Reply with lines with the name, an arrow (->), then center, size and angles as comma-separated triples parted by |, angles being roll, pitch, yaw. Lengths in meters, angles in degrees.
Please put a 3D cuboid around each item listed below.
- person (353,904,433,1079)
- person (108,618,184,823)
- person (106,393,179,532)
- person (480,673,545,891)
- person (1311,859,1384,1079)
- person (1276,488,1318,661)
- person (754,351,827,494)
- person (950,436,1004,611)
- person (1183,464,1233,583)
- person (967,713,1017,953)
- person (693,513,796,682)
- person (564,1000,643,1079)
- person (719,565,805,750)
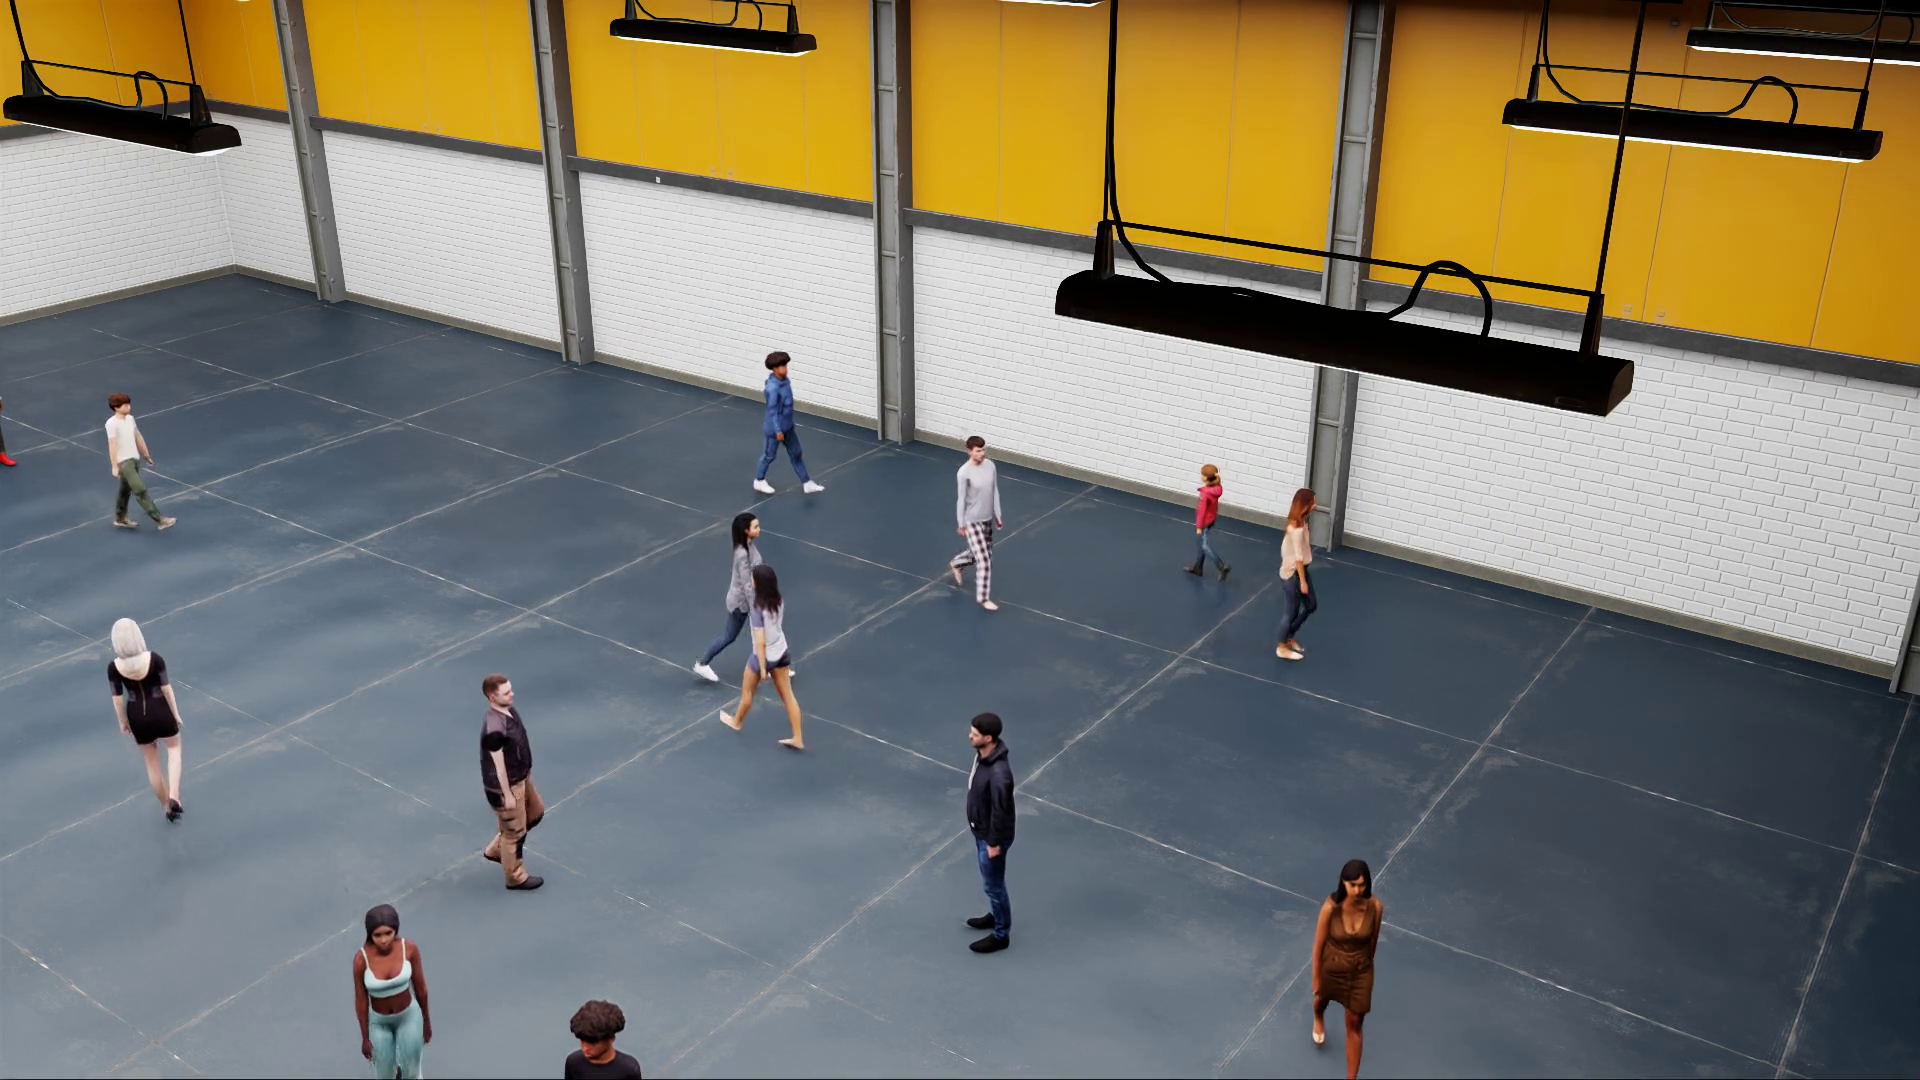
person -> -3.441, 2.906, 10.112 | 0.811, 1.717, 0.918 | -9, 25, -19
person -> -6.440, 1.484, 13.235 | 0.772, 1.821, 0.828 | -9, 25, -19
person -> -9.520, -0.868, 18.868 | 1.155, 1.620, 0.911 | 4, 24, 8
person -> -3.482, 1.809, 12.486 | 0.905, 1.827, 0.852 | -2, 24, -4
person -> 2.430, 2.712, 10.651 | 1.082, 1.641, 1.021 | 1, 24, 2
person -> 3.131, 0.331, 15.923 | 0.643, 1.782, 0.651 | 10, 25, 21
person -> -2.225, -1.366, 19.828 | 1.159, 1.764, 0.795 | 10, 26, 22
person -> 0.139, -0.226, 17.155 | 0.792, 1.815, 1.138 | -19, 30, -37
person -> 2.670, -0.170, 17.668 | 0.803, 1.302, 0.514 | 15, 28, 31
person -> 0.245, 2.051, 11.854 | 0.800, 1.889, 0.753 | -3, 24, -8
person -> -2.089, 0.574, 15.476 | 1.247, 1.694, 1.003 | 2, 24, 5
person -> -1.925, 3.279, 9.161 | 0.618, 1.796, 0.750 | 5, 24, 10
person -> -1.570, 1.056, 14.387 | 1.106, 1.683, 0.639 | 13, 27, 28
